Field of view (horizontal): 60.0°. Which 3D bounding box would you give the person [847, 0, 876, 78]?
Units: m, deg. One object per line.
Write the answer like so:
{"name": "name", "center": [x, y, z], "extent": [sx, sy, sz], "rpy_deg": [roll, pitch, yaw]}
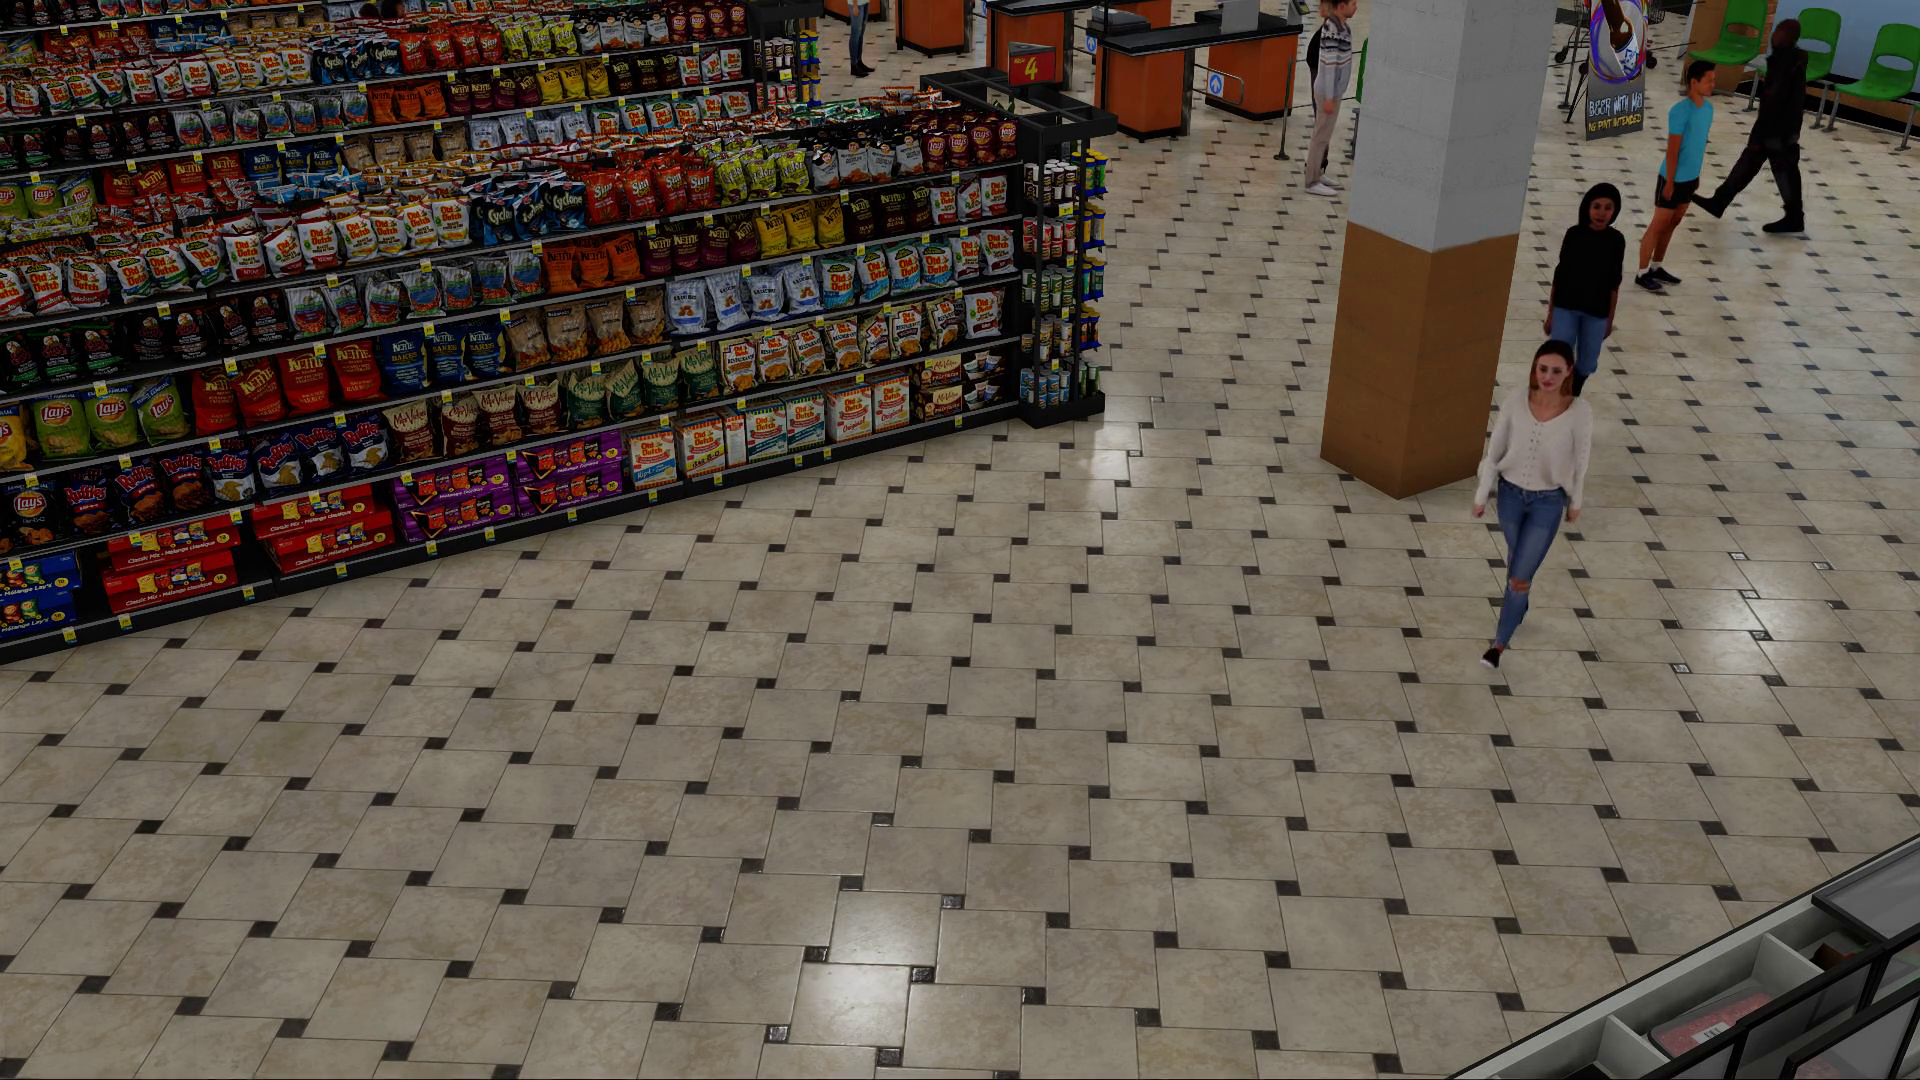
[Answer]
{"name": "person", "center": [-1.185, -6.274, 19.378], "extent": [0.698, 1.645, 0.637], "rpy_deg": [8, 30, 14]}

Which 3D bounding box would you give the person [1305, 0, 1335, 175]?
{"name": "person", "center": [3.459, -4.311, 15.759], "extent": [0.734, 1.667, 0.673], "rpy_deg": [8, 30, 14]}

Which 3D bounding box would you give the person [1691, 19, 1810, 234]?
{"name": "person", "center": [7.044, -3.467, 14.090], "extent": [1.208, 1.785, 1.245], "rpy_deg": [13, 31, 22]}

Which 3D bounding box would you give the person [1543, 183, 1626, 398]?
{"name": "person", "center": [3.908, -1.427, 10.469], "extent": [0.947, 1.676, 1.055], "rpy_deg": [10, 30, 18]}

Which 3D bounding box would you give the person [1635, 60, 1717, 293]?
{"name": "person", "center": [5.579, -2.831, 12.937], "extent": [0.503, 1.774, 0.712], "rpy_deg": [-22, 36, -35]}

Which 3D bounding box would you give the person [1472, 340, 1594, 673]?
{"name": "person", "center": [2.843, -0.207, 8.267], "extent": [0.971, 1.644, 1.202], "rpy_deg": [18, 33, 29]}

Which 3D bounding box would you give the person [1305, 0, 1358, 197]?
{"name": "person", "center": [3.373, -4.115, 15.204], "extent": [0.790, 1.855, 0.744], "rpy_deg": [6, 29, 11]}
